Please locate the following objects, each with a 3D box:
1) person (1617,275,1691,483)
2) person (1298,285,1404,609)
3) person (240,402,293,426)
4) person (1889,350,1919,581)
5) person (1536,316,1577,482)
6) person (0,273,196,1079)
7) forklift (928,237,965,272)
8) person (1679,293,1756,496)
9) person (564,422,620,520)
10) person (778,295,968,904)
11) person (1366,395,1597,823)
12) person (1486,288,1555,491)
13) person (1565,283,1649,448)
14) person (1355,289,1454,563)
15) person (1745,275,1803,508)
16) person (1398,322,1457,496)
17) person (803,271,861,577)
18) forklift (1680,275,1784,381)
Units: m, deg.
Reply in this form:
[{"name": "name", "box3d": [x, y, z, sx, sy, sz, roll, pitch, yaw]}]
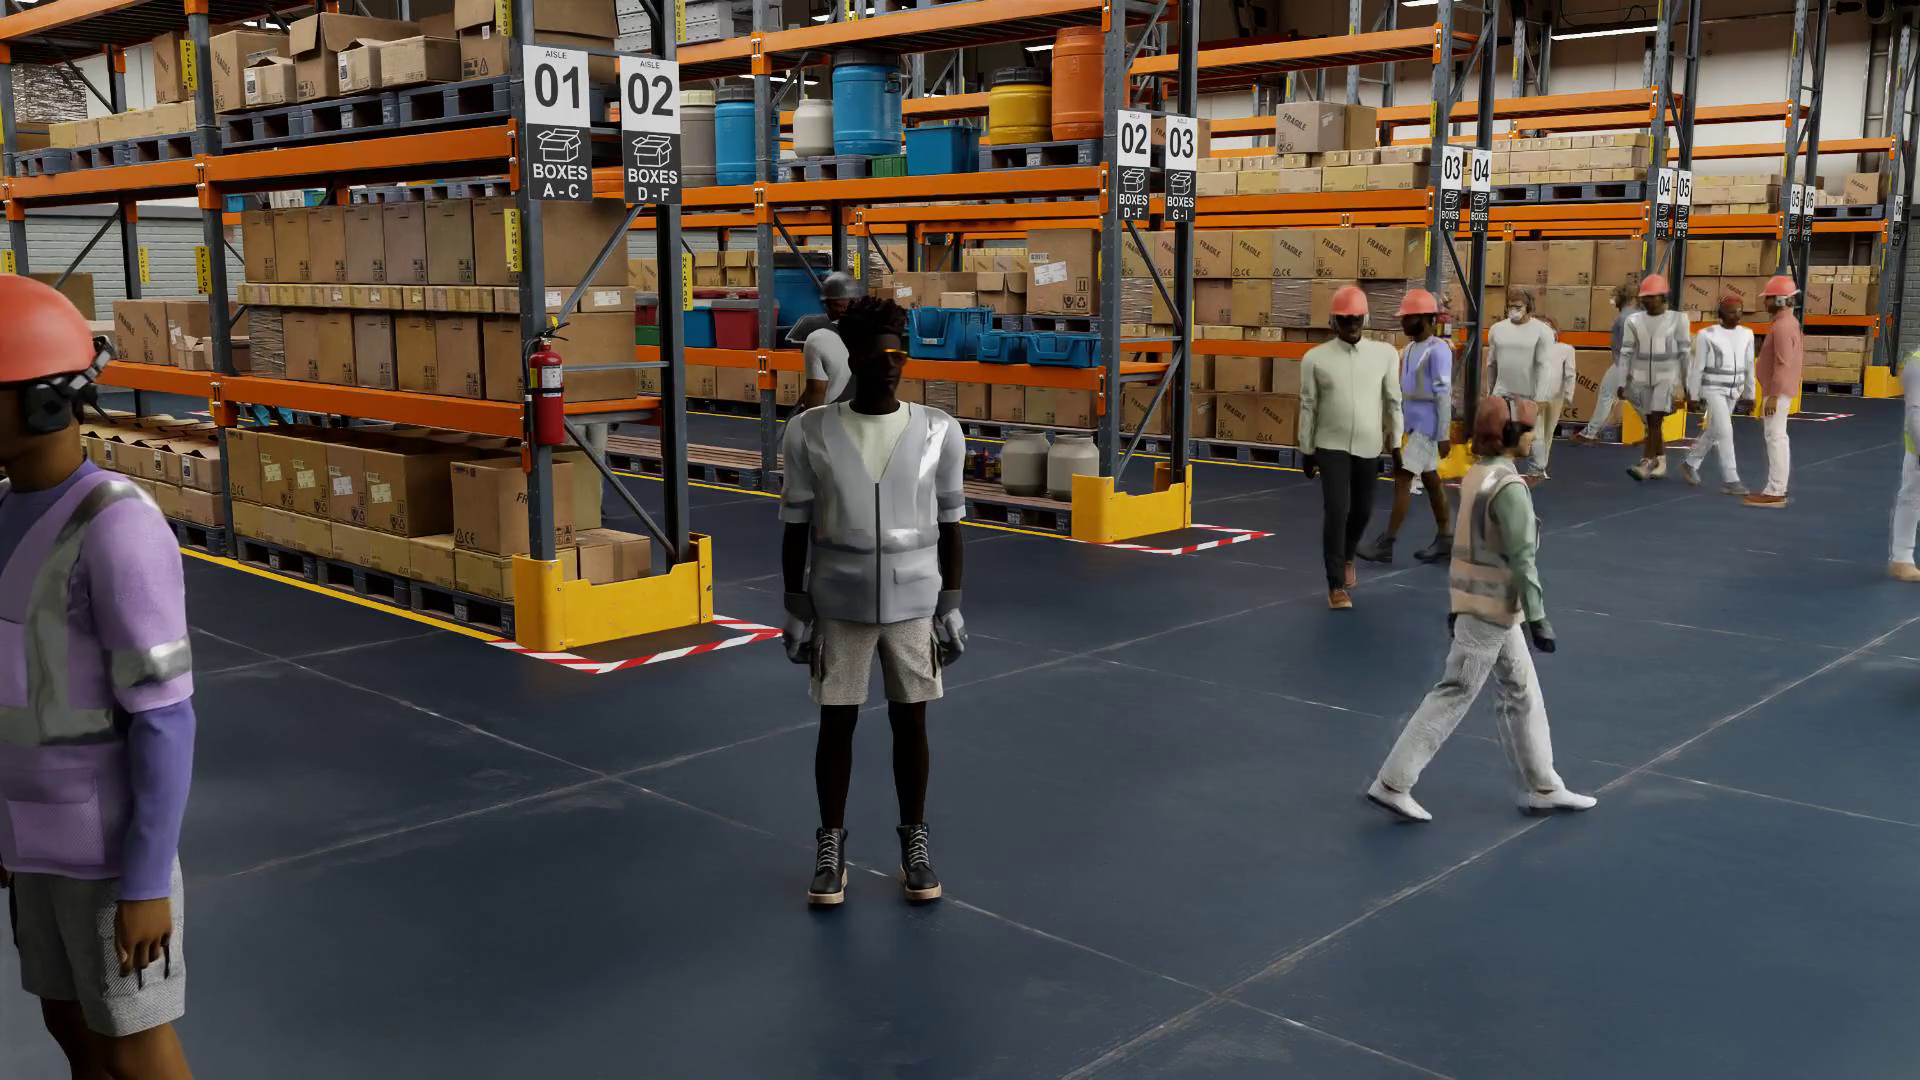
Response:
[{"name": "person", "box3d": [6.667, -1.545, 16.033, 0.620, 1.979, 1.058, 9, 13, 43]}, {"name": "person", "box3d": [2.410, -0.605, 10.358, 0.615, 1.963, 0.922, 0, 9, 0]}, {"name": "person", "box3d": [-6.726, -1.502, 16.182, 0.563, 1.847, 0.389, -6, 11, -34]}, {"name": "person", "box3d": [6.391, -0.581, 10.692, 0.631, 1.798, 0.909, -1, 9, -6]}, {"name": "person", "box3d": [5.675, -1.356, 16.065, 0.504, 1.587, 0.829, 2, 9, 10]}, {"name": "person", "box3d": [-1.645, 0.542, 3.056, 0.615, 2.039, 0.391, 8, 12, 39]}, {"name": "forklift", "box3d": [-0.326, -5.817, 39.609, 1.129, 2.768, 1.873, 9, 13, 43]}, {"name": "person", "box3d": [7.091, -1.386, 15.556, 0.587, 1.848, 0.997, -2, 10, -15]}, {"name": "person", "box3d": [-3.096, -1.077, 13.675, 0.597, 1.819, 0.467, -6, 11, -33]}, {"name": "person", "box3d": [-0.278, 0.199, 5.384, 0.613, 1.965, 0.361, -1, 9, -7]}, {"name": "person", "box3d": [1.941, 0.261, 6.154, 0.868, 1.596, 0.514, 1, 9, 8]}, {"name": "person", "box3d": [5.092, -1.345, 15.150, 0.632, 1.884, 1.053, 8, 12, 40]}, {"name": "person", "box3d": [7.615, -2.002, 19.146, 1.048, 1.882, 0.655, 5, 11, 28]}, {"name": "person", "box3d": [3.103, -0.783, 11.604, 0.904, 1.896, 0.564, -1, 9, -5]}, {"name": "person", "box3d": [7.063, -1.288, 14.423, 0.400, 1.990, 0.622, 5, 11, 30]}, {"name": "person", "box3d": [4.222, -1.218, 15.171, 0.677, 1.609, 0.529, -7, 12, -37]}, {"name": "person", "box3d": [-0.794, -0.738, 11.039, 0.679, 2.000, 0.537, -7, 12, -38]}, {"name": "forklift", "box3d": [12.480, -3.427, 27.053, 1.214, 2.155, 2.313, 9, 13, 43]}]
